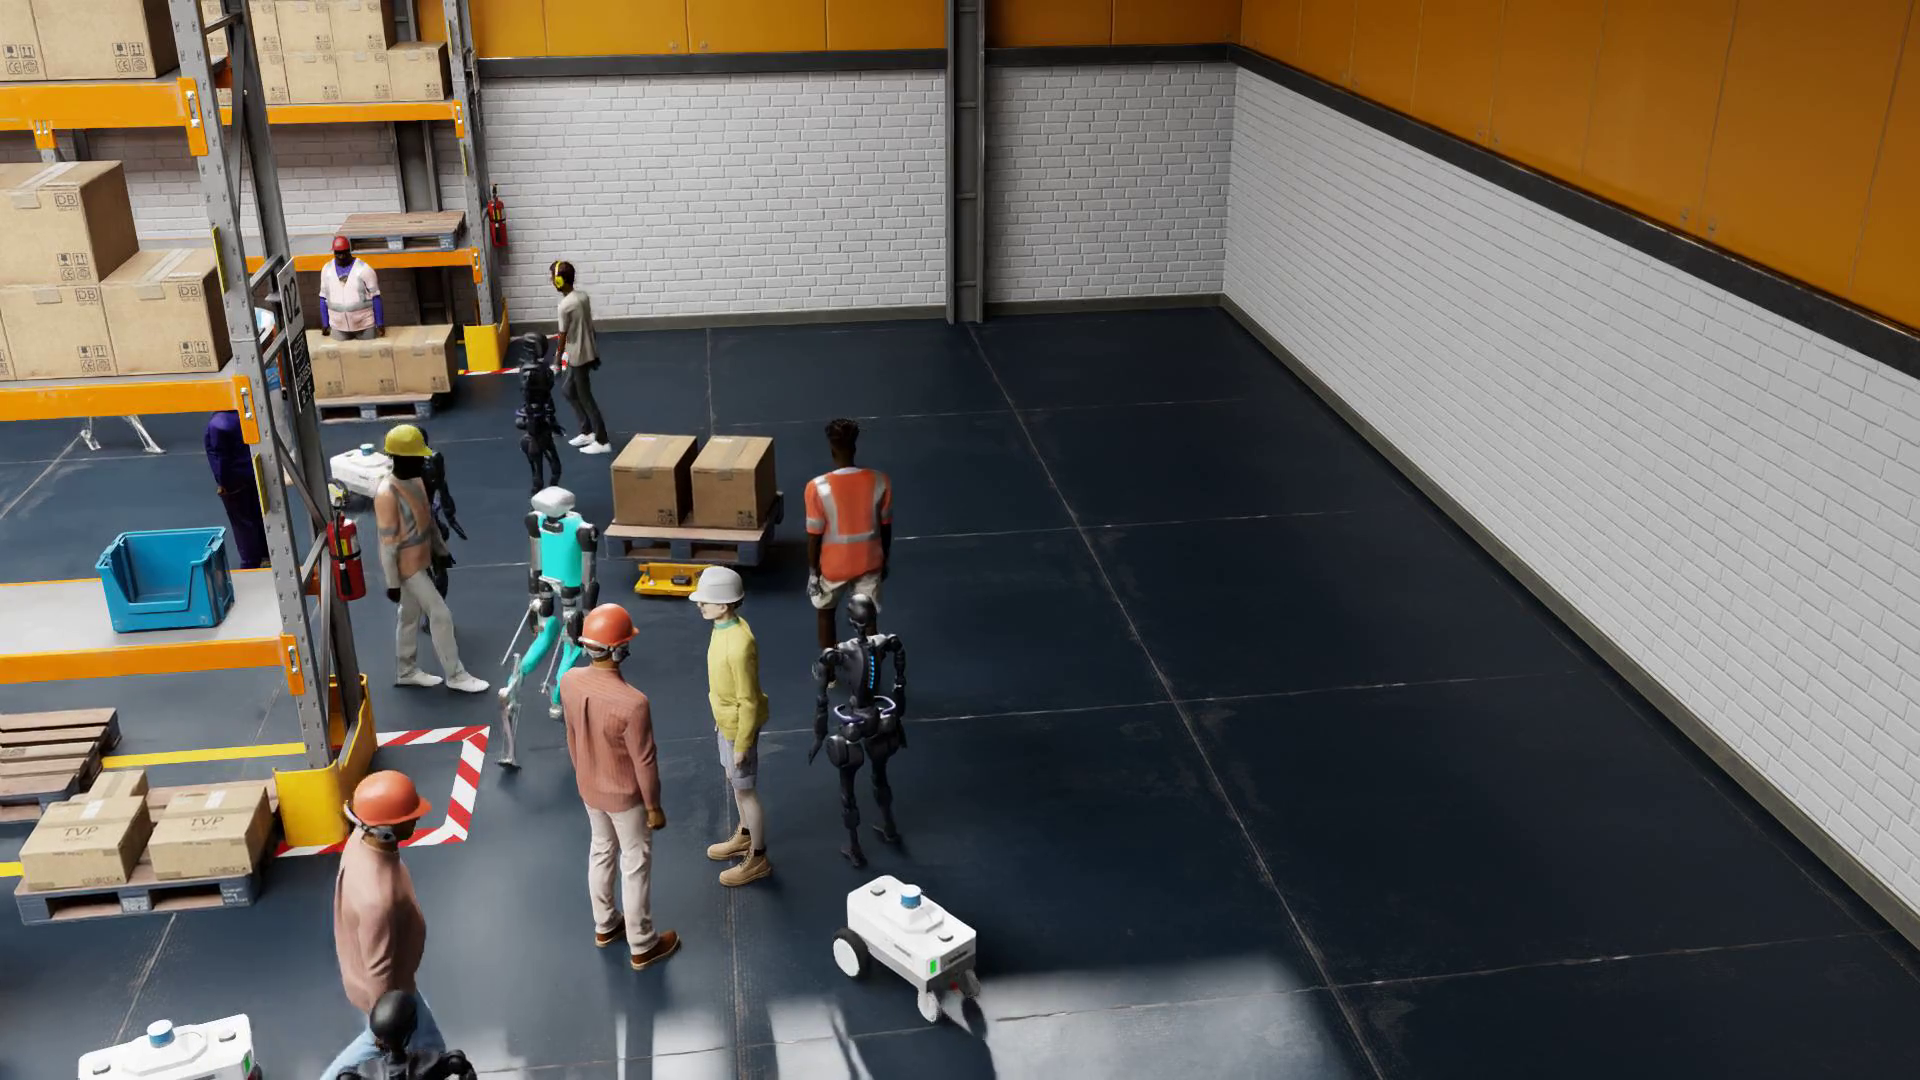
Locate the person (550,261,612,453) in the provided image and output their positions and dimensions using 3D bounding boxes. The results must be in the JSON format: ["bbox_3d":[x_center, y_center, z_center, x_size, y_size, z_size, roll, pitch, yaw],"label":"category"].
[{"bbox_3d":[-3.532,-1.643,15.190,0.602,1.837,0.493,2,24,5],"label":"person"}]

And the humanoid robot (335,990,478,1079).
[{"bbox_3d":[-2.011,2.400,6.180,0.596,1.647,0.382,-5,24,-12],"label":"humanoid robot"}]

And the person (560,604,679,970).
[{"bbox_3d":[-1.725,1.245,8.433,0.611,1.986,0.402,18,29,35],"label":"person"}]

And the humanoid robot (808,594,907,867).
[{"bbox_3d":[-0.564,1.052,9.244,0.586,1.653,0.363,-13,27,-27],"label":"humanoid robot"}]

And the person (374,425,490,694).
[{"bbox_3d":[-3.506,0.140,11.040,0.783,1.900,0.599,-1,24,-2],"label":"person"}]

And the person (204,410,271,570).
[{"bbox_3d":[-5.596,-0.484,12.819,0.361,1.619,0.475,2,24,4],"label":"person"}]

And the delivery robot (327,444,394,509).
[{"bbox_3d":[-5.054,-0.537,14.248,0.754,0.581,0.499,15,28,30],"label":"delivery robot"}]

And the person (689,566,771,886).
[{"bbox_3d":[-1.233,1.005,9.092,0.393,1.889,0.485,-8,25,-18],"label":"person"}]

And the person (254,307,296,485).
[{"bbox_3d":[-6.162,-1.349,14.528,0.627,1.837,0.430,-3,24,-7],"label":"person"}]

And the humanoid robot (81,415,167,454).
[{"bbox_3d":[-7.888,-1.633,15.313,0.955,1.770,0.536,7,25,16],"label":"humanoid robot"}]

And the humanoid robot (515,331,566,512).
[{"bbox_3d":[-3.487,-0.931,13.758,0.334,1.649,0.594,1,24,3],"label":"humanoid robot"}]

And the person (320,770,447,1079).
[{"bbox_3d":[-2.527,1.865,7.047,0.834,1.963,0.614,-11,26,-24],"label":"person"}]

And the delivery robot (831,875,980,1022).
[{"bbox_3d":[-0.262,2.026,8.448,0.499,0.614,0.815,-21,31,-39],"label":"delivery robot"}]

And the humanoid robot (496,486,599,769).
[{"bbox_3d":[-2.603,0.623,10.190,0.532,1.796,0.913,14,27,29],"label":"humanoid robot"}]

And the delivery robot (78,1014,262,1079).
[{"bbox_3d":[-3.567,2.439,7.490,0.797,0.599,0.499,-10,26,-22],"label":"delivery robot"}]

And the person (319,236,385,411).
[{"bbox_3d":[-5.990,-2.131,16.404,0.613,1.753,0.420,-2,24,-5],"label":"person"}]

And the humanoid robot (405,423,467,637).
[{"bbox_3d":[-3.796,-0.069,11.811,0.343,1.645,0.601,11,26,23],"label":"humanoid robot"}]

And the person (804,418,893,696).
[{"bbox_3d":[-0.753,0.131,11.061,0.634,1.932,0.700,-9,25,-20],"label":"person"}]

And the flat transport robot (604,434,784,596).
[{"bbox_3d":[-2.075,0.074,13.229,0.659,0.231,1.431,2,24,5],"label":"flat transport robot"}]
